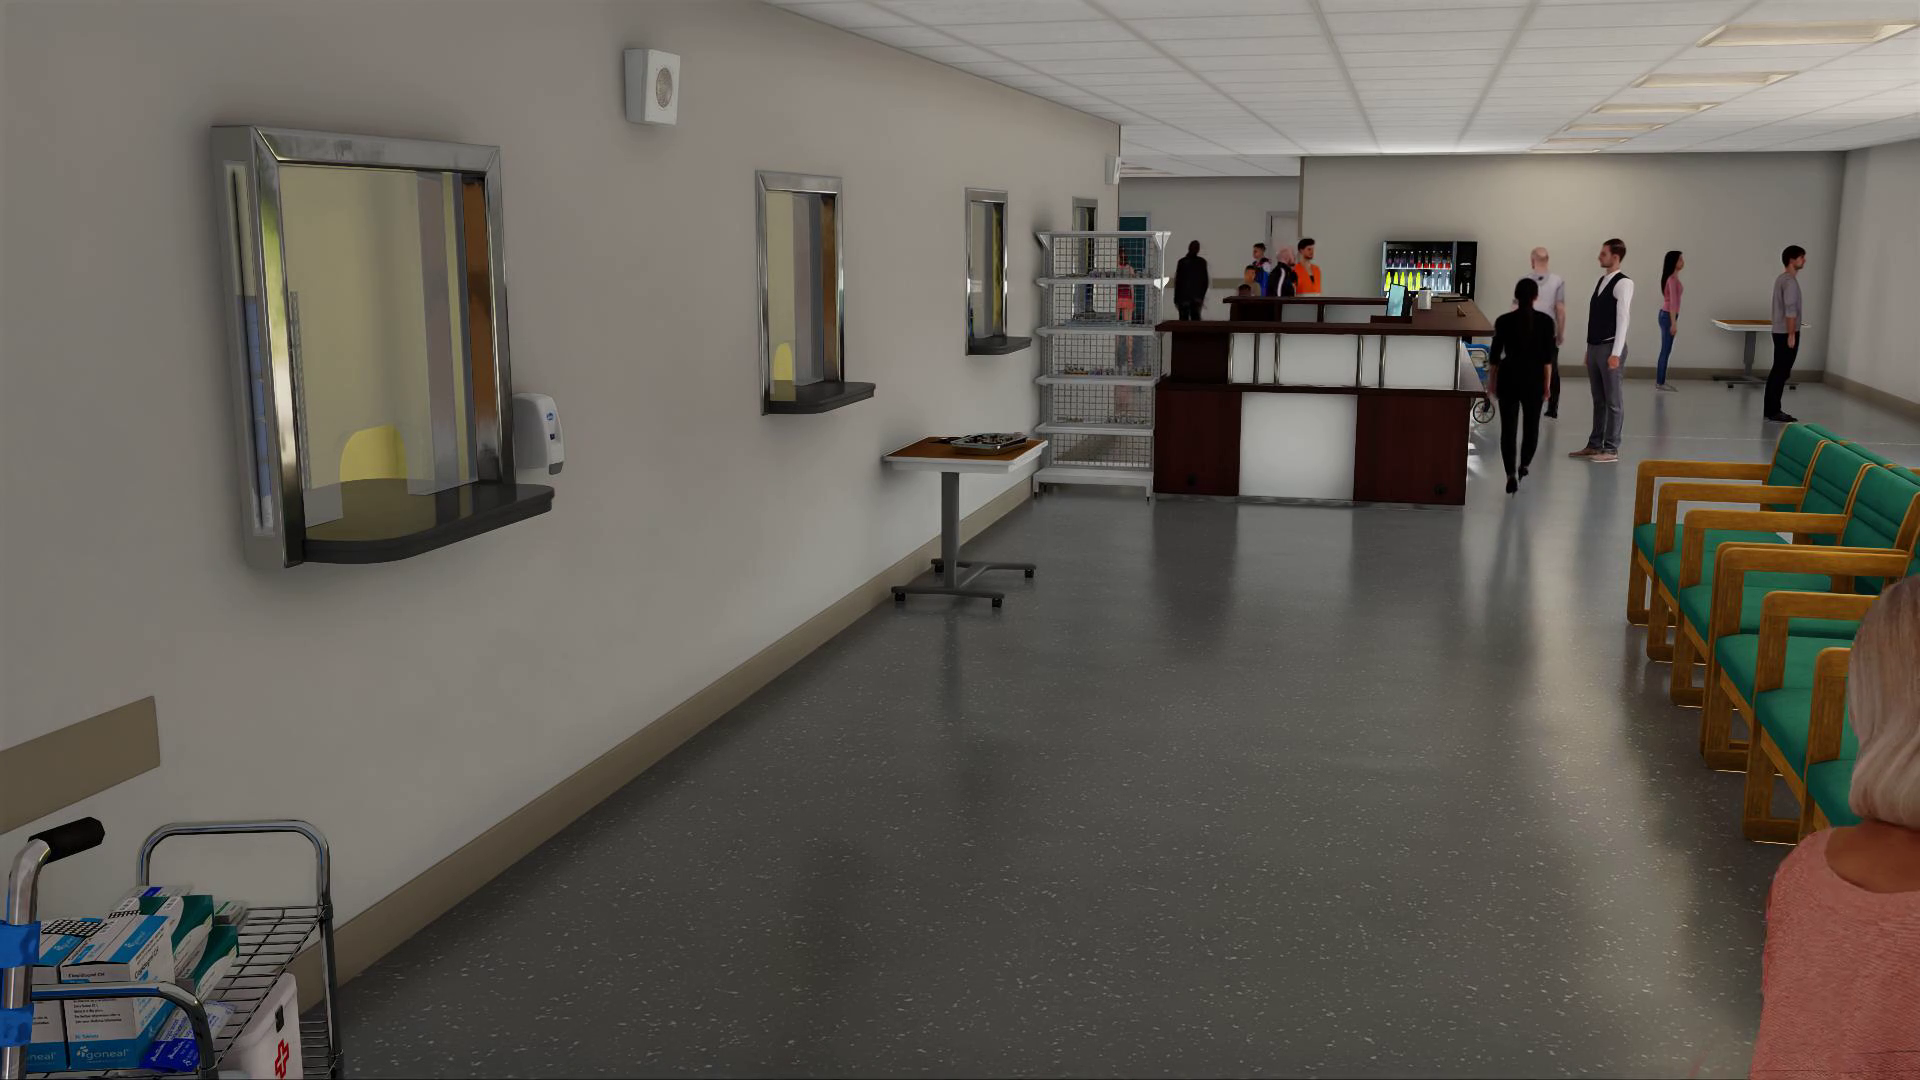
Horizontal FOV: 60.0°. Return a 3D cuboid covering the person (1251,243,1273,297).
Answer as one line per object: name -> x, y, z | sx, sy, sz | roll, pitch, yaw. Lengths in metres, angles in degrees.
person -> 4.877, -3.856, 26.663 | 1.075, 1.741, 0.967 | -4, 12, -21

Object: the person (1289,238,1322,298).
person -> 4.257, -2.827, 20.938 | 1.193, 1.853, 1.256 | -6, 12, -29

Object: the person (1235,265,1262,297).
person -> 4.382, -3.434, 25.205 | 0.537, 1.454, 0.650 | 3, 11, 17

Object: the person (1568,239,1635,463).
person -> 5.709, -1.682, 14.659 | 0.713, 1.943, 0.737 | -2, 11, -9

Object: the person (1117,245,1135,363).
person -> 2.431, -3.584, 25.202 | 0.606, 1.750, 0.704 | -3, 11, -16

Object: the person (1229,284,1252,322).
person -> 3.817, -2.816, 22.450 | 0.441, 1.268, 0.576 | 3, 11, 15

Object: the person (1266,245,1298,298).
person -> 3.425, -2.326, 18.518 | 1.337, 1.771, 0.945 | -1, 11, -3

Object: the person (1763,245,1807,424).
person -> 8.715, -2.182, 17.565 | 0.521, 1.843, 0.668 | 3, 11, 17

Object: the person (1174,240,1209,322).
person -> 3.707, -3.843, 26.509 | 1.259, 1.771, 0.937 | 1, 11, 3

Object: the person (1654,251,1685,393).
person -> 8.872, -2.746, 20.807 | 0.554, 1.742, 0.603 | 5, 12, 23

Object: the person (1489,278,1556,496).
person -> 4.243, -1.130, 12.621 | 0.990, 1.619, 0.715 | 4, 11, 18

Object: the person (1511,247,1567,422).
person -> 5.986, -2.109, 17.266 | 0.751, 1.812, 0.750 | 4, 11, 18
